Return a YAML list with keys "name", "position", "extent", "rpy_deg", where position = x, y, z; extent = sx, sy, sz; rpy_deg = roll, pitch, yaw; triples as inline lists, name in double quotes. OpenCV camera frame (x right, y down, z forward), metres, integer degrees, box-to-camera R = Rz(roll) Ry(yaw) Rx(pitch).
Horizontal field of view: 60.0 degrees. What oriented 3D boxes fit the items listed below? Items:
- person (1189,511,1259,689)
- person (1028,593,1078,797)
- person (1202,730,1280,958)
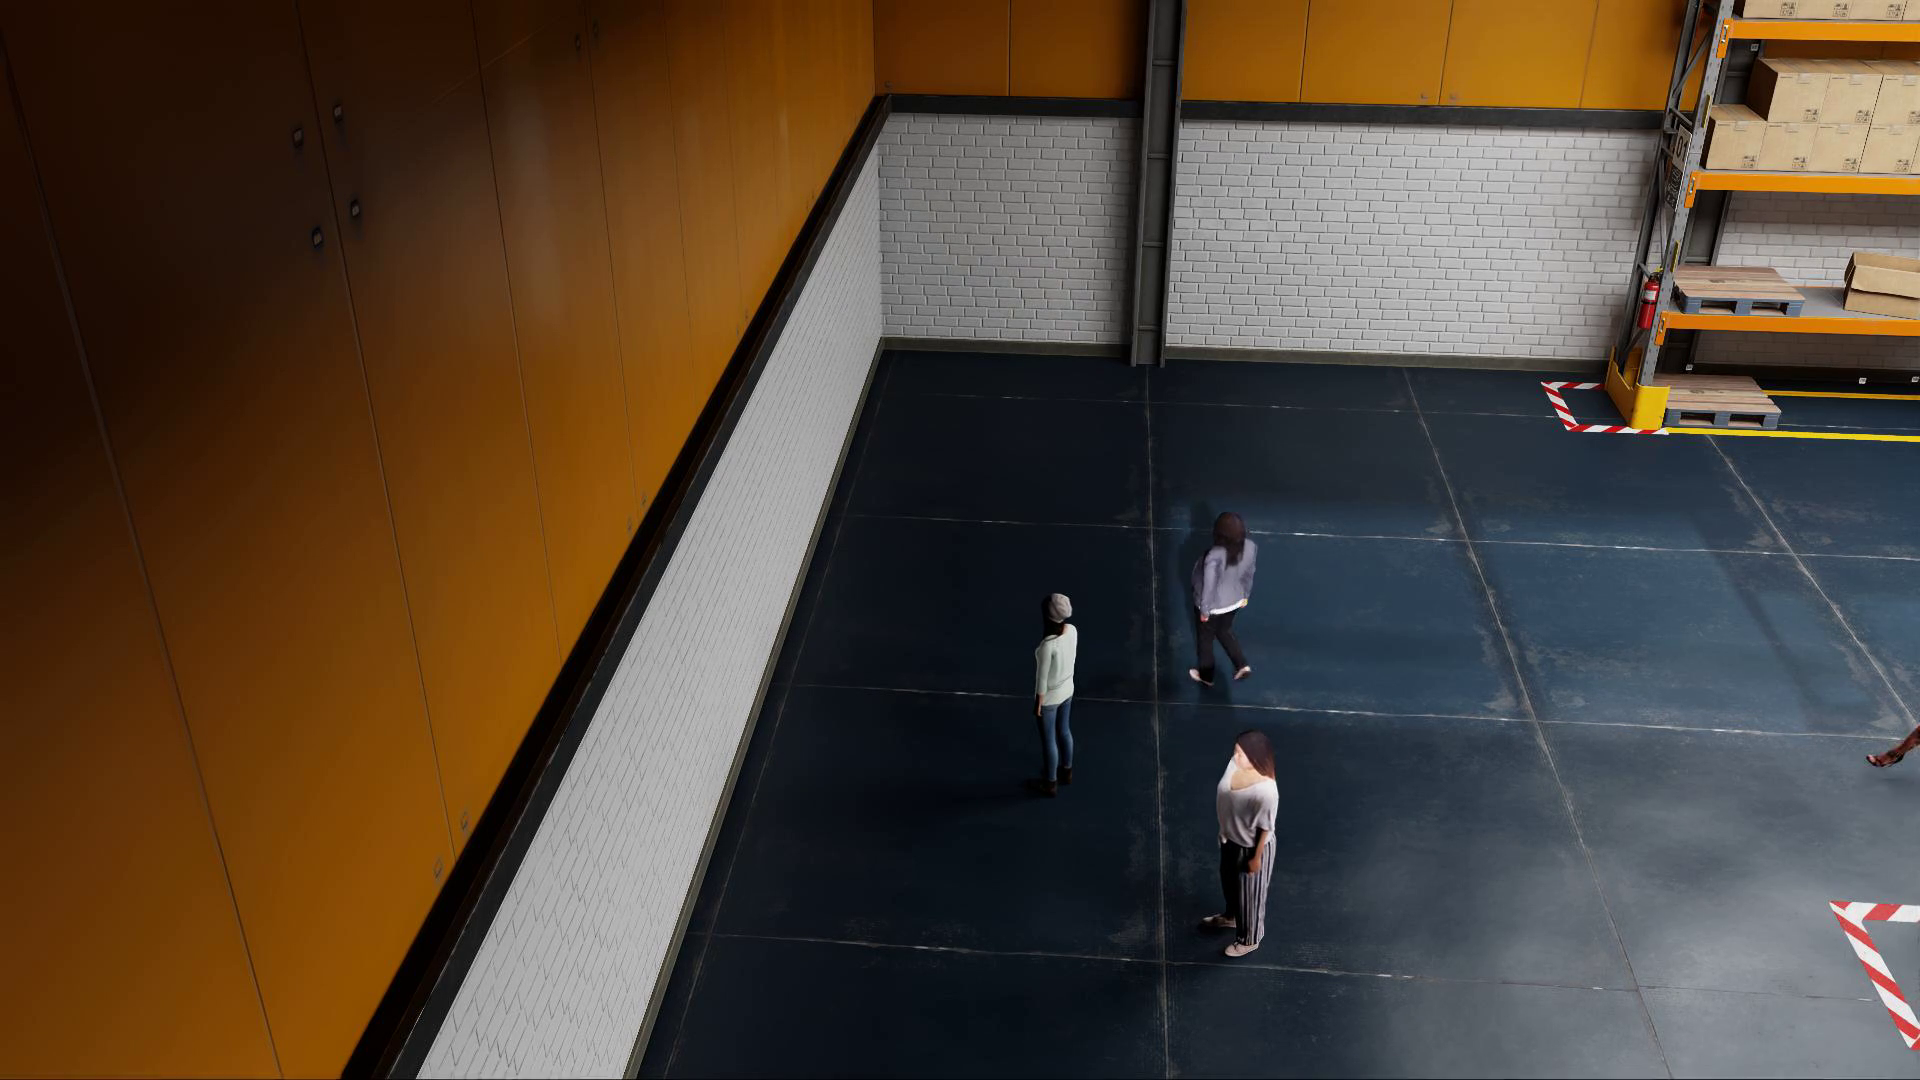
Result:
- name: "person"
  position: [2.122, 0.512, 13.250]
  extent: [0.904, 1.583, 0.961]
  rpy_deg: [-21, 35, -34]
- name: "person"
  position: [0.691, 1.108, 12.091]
  extent: [0.643, 1.646, 0.629]
  rpy_deg: [19, 34, 31]
- name: "person"
  position: [1.825, 1.897, 10.605]
  extent: [0.746, 1.684, 0.764]
  rpy_deg: [-8, 30, -14]
